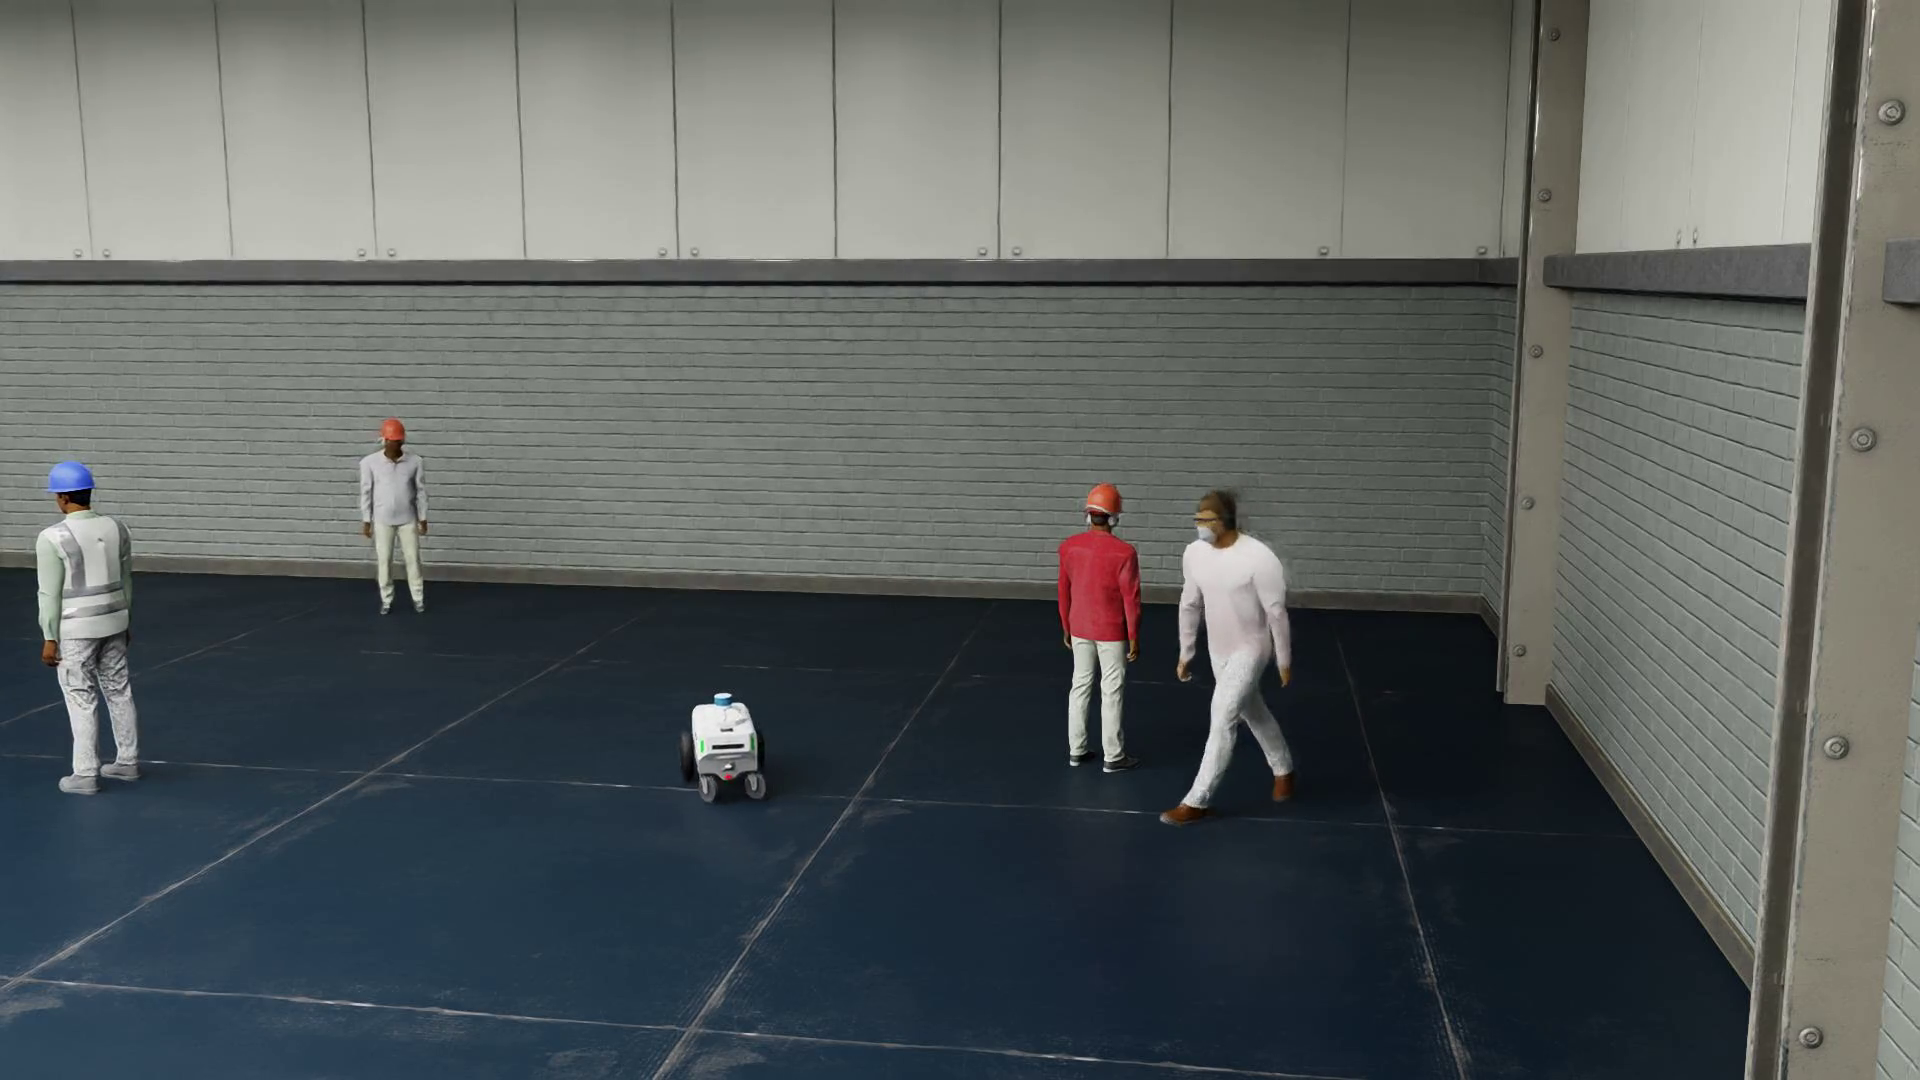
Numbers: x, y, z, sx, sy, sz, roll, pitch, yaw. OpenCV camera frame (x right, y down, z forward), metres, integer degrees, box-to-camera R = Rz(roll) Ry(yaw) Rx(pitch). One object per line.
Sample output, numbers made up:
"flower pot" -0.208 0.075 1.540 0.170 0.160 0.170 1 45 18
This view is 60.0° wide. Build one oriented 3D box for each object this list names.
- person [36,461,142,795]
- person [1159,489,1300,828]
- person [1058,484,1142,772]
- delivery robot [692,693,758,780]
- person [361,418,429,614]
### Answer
"person" -5.091 0.506 9.707 0.411 1.940 0.601 3 10 19
"person" 1.573 0.621 9.284 1.091 1.861 0.639 -7 11 -35
"person" 0.868 0.529 10.120 0.575 1.748 0.338 7 12 38
"delivery robot" -1.381 1.142 9.733 0.477 0.478 0.707 -2 9 -12
"person" -4.987 -0.209 14.707 0.570 1.742 0.354 -4 10 -25
